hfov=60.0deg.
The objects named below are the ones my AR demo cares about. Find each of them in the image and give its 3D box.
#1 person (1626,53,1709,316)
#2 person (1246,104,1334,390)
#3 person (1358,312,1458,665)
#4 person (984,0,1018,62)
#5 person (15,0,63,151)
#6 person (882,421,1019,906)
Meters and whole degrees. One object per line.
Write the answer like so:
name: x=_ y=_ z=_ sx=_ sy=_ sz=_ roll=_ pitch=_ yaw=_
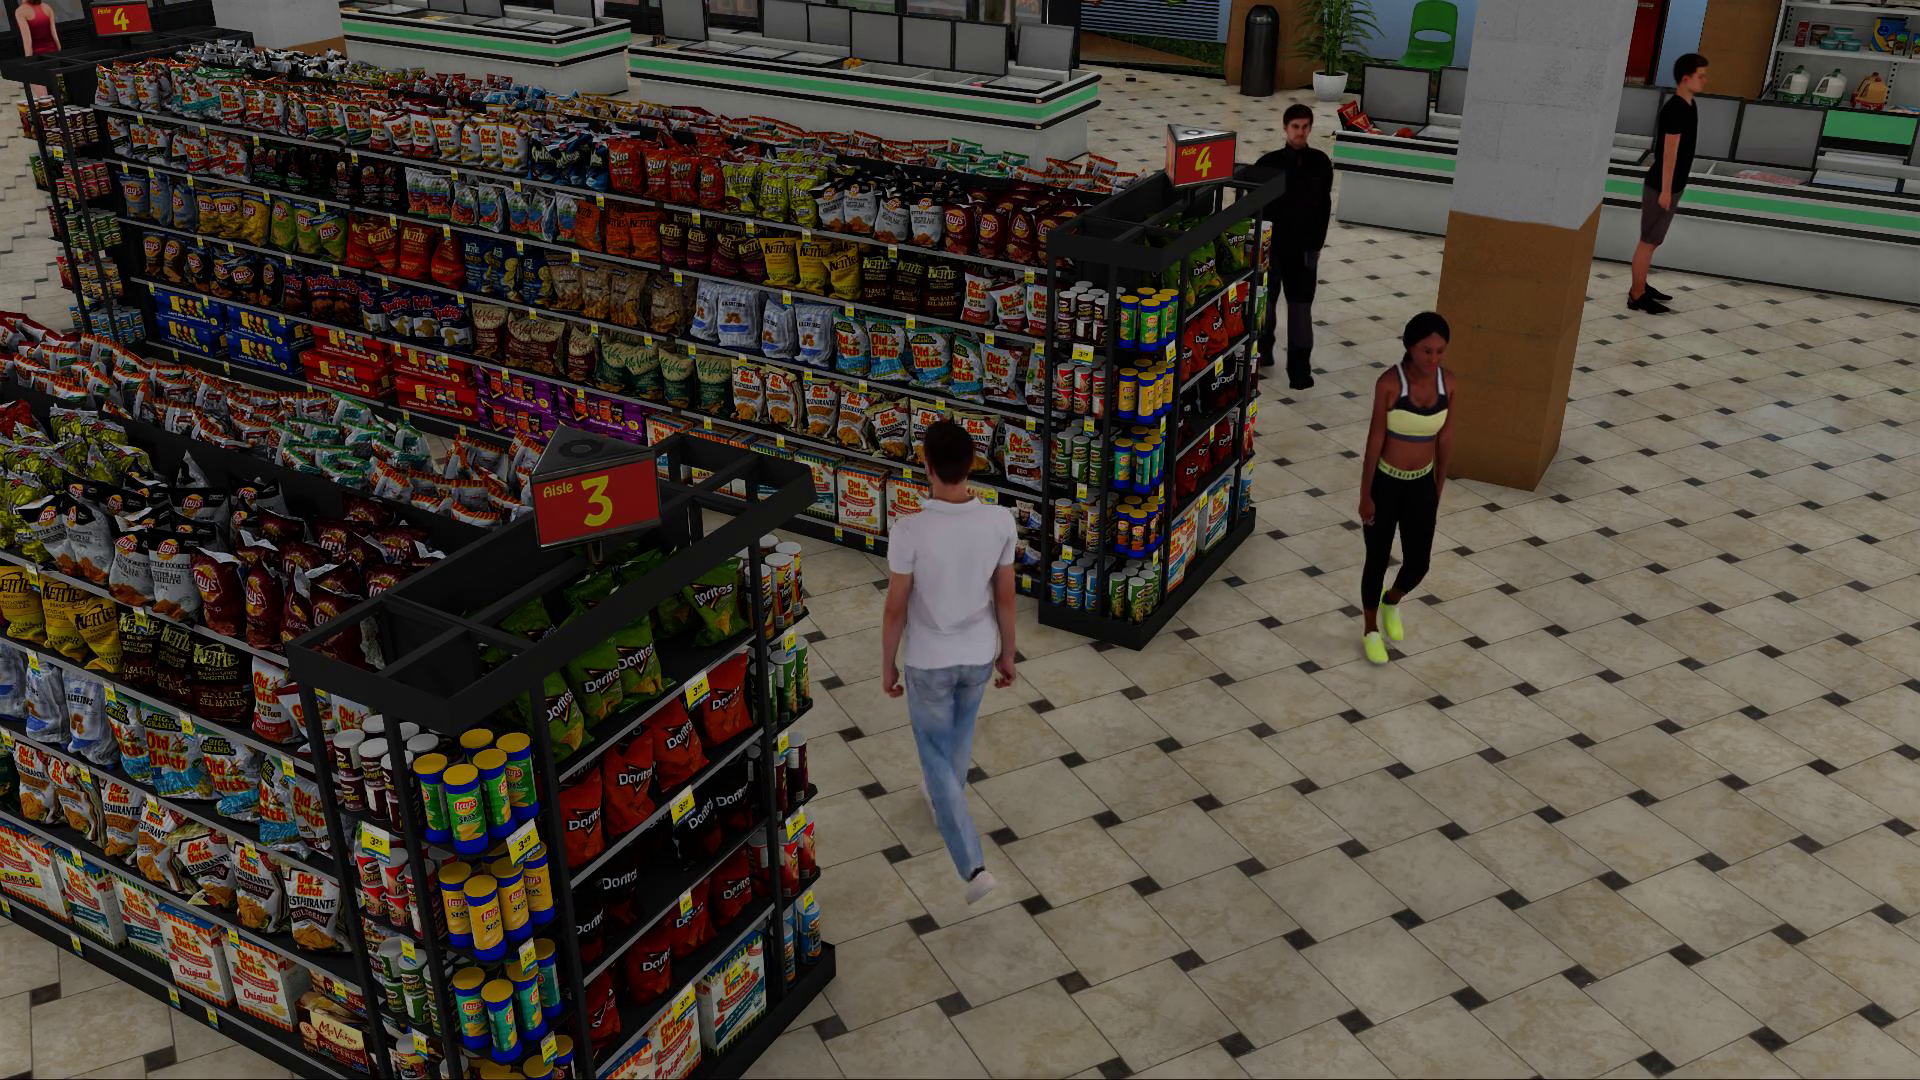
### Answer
person: x=5.160 y=-2.618 z=12.168 sx=0.576 sy=1.861 sz=0.664 roll=14 pitch=30 yaw=25
person: x=2.106 y=-1.918 z=10.871 sx=1.216 sy=1.786 sz=1.172 roll=-1 pitch=27 yaw=-2
person: x=1.993 y=-0.267 z=7.666 sx=0.732 sy=1.739 sz=0.787 roll=-1 pitch=27 yaw=-1
person: x=0.419 y=-5.682 z=18.652 sx=0.835 sy=1.461 sz=0.975 roll=-16 pitch=31 yaw=-28
person: x=-8.995 y=-4.678 z=16.350 sx=0.559 sy=1.753 sz=0.566 roll=13 pitch=30 yaw=23
person: x=-0.003 y=0.490 z=6.083 sx=1.126 sy=1.821 sz=1.261 roll=-11 pitch=29 yaw=-20
